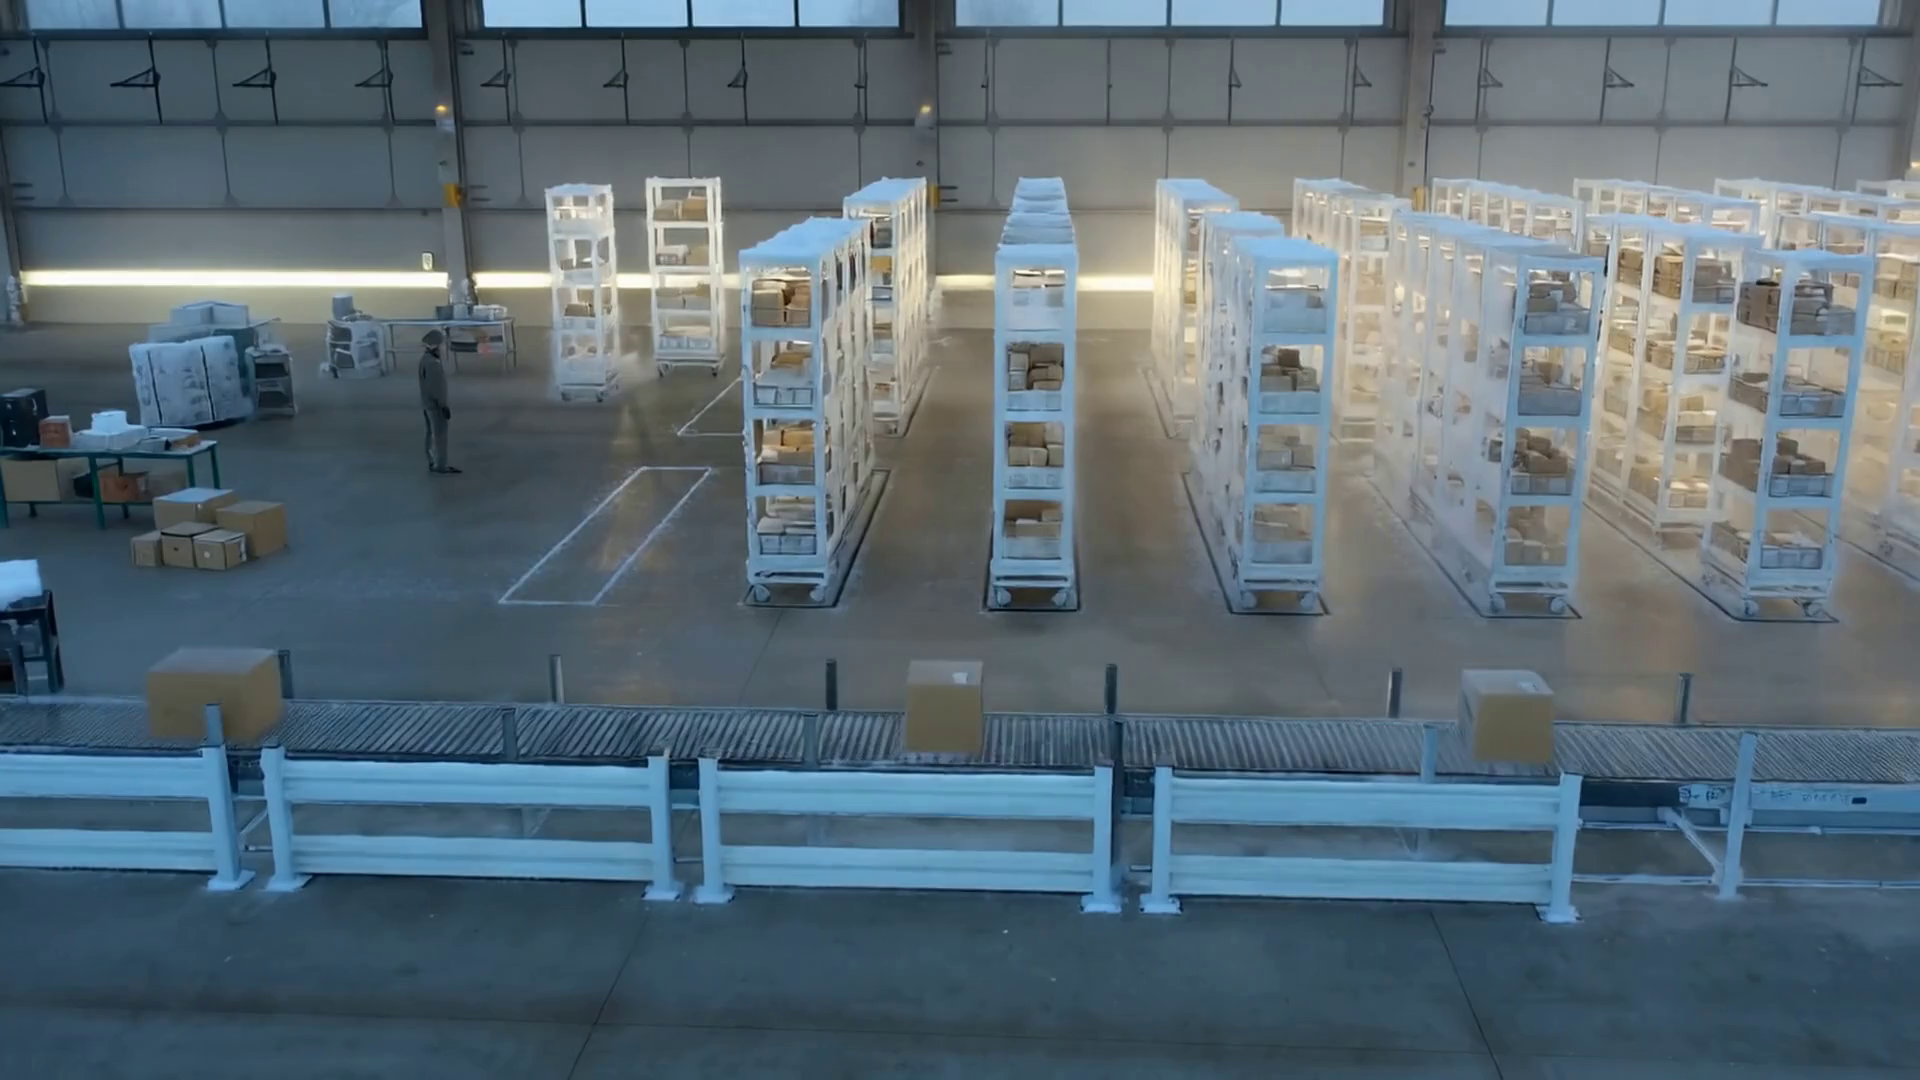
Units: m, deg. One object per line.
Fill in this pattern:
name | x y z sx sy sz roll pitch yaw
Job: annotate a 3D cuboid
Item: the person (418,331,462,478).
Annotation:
person | -7.102 -1.840 22.583 0.375 1.997 0.611 -13 20 -41
